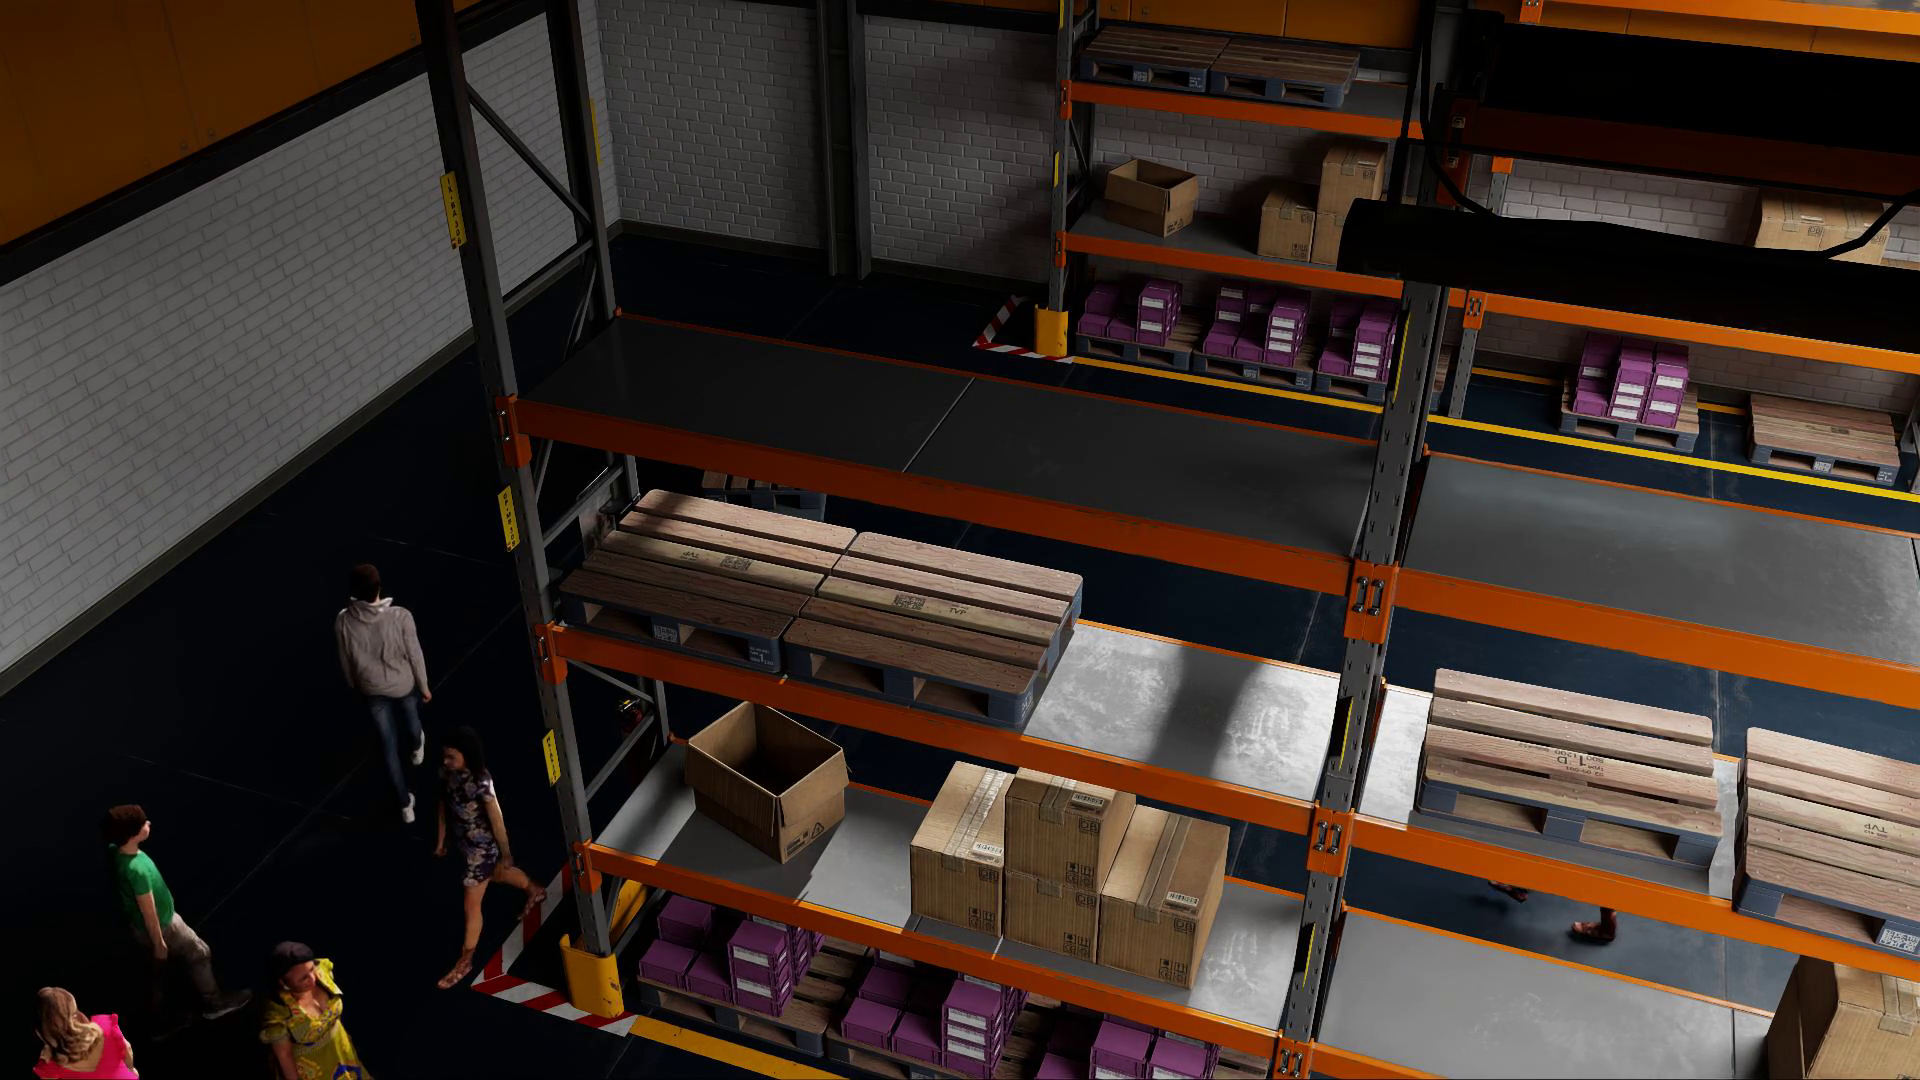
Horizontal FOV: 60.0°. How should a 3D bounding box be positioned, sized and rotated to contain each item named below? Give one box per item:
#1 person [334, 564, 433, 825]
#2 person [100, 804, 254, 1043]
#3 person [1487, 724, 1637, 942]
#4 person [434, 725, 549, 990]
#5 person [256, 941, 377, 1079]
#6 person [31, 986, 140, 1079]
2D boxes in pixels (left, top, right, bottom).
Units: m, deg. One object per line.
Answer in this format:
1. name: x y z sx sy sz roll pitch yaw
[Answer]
1. person: -3.765 1.026 10.900 1.255 1.809 1.213 -9 35 -13
2. person: -4.599 2.190 9.300 0.851 1.642 0.855 -28 42 -35
3. person: 3.888 1.750 9.926 1.005 1.682 0.594 10 35 15
4. person: -2.793 1.770 9.892 1.148 1.686 0.949 25 41 33
5. person: -3.340 2.659 8.586 0.751 1.652 0.865 8 35 12
6. person: -4.145 2.882 8.223 1.140 1.680 0.882 29 43 36
